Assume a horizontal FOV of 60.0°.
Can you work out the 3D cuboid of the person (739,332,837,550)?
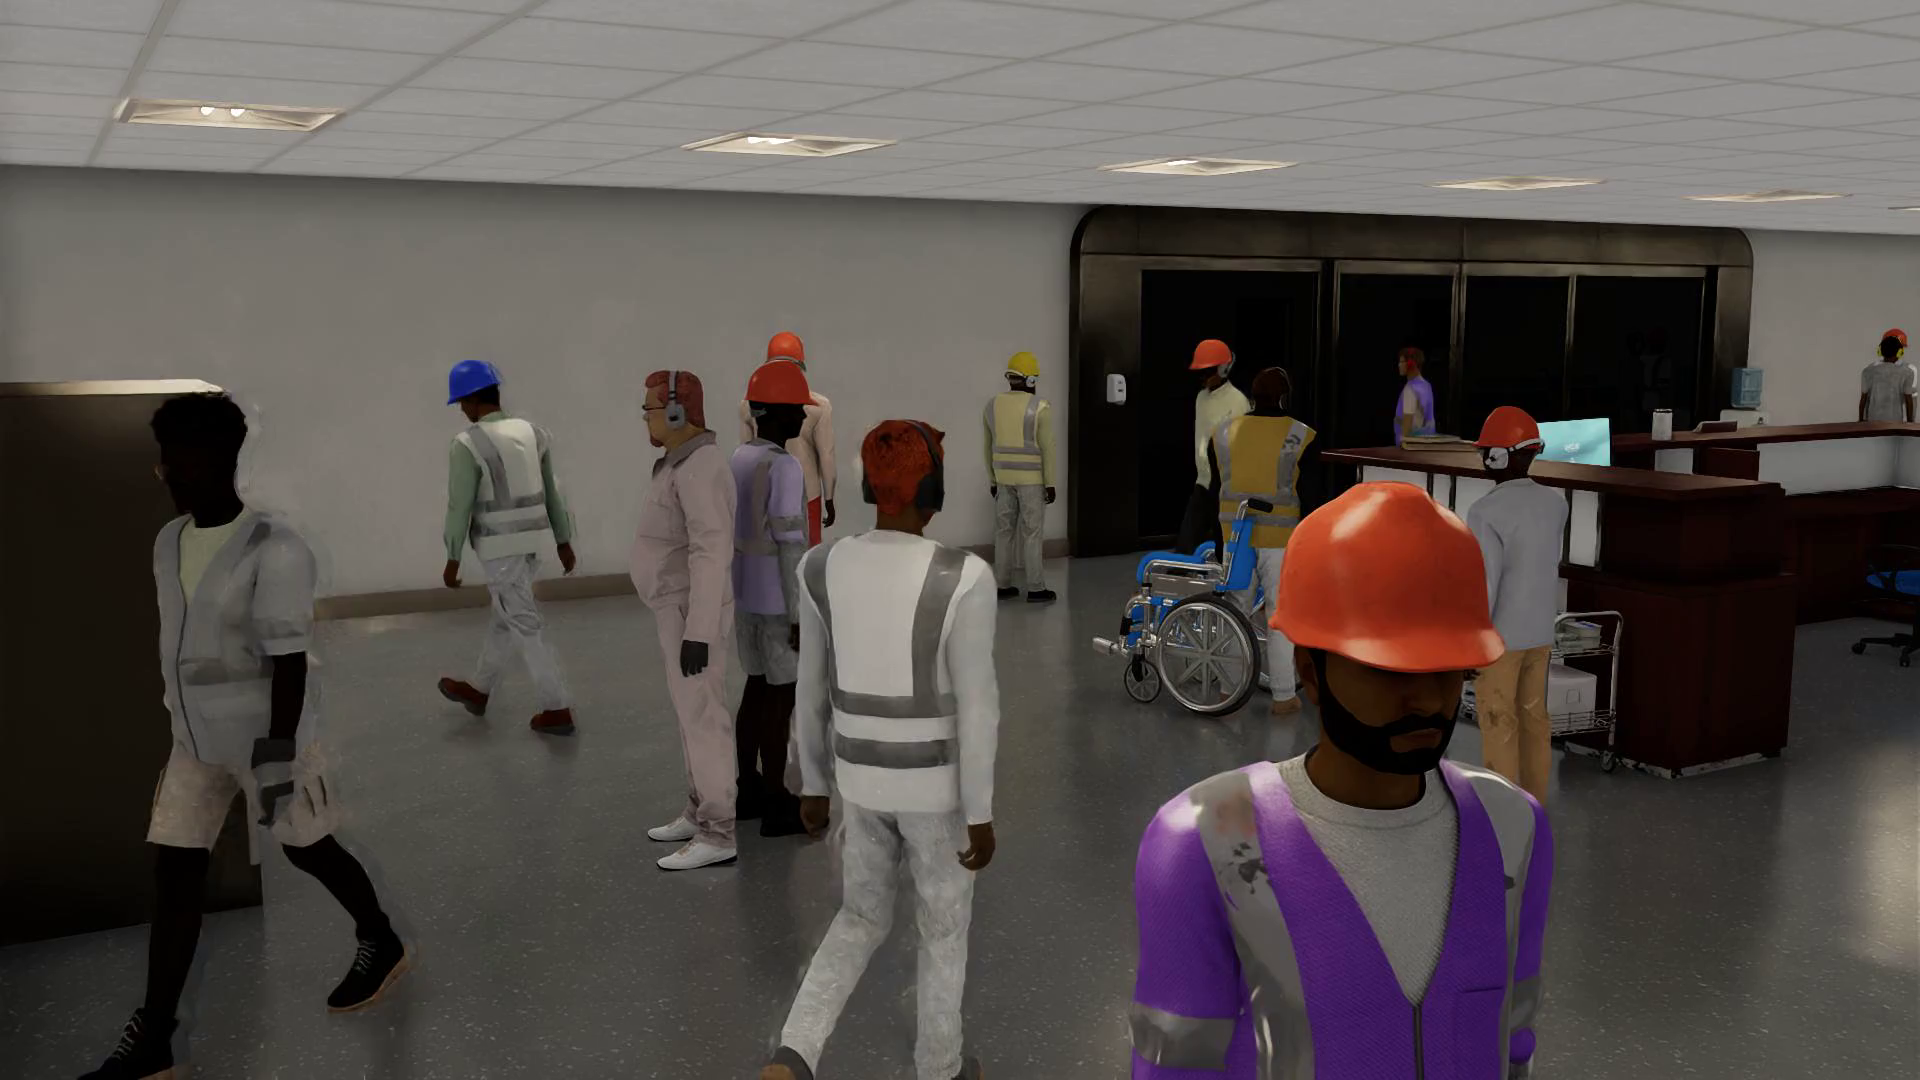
[{"bbox_3d":[-1.050,-0.274,10.215,0.611,1.997,0.375,1,8,9],"label":"person"}]

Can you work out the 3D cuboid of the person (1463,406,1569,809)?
[{"bbox_3d":[2.146,0.350,6.574,0.564,1.752,0.338,-6,10,-37],"label":"person"}]

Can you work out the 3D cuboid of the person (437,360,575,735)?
[{"bbox_3d":[-2.334,0.033,8.422,0.988,1.872,0.665,4,9,26],"label":"person"}]

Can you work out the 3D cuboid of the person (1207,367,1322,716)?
[{"bbox_3d":[1.611,0.009,8.771,0.626,1.837,0.429,5,9,31],"label":"person"}]

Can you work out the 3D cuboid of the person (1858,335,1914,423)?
[{"bbox_3d":[9.603,-1.183,17.260,0.531,1.870,0.318,6,10,38],"label":"person"}]

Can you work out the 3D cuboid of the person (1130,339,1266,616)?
[{"bbox_3d":[1.698,-0.391,11.297,1.058,1.925,0.628,-4,9,-25],"label":"person"}]

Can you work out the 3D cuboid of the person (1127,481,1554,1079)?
[{"bbox_3d":[0.469,0.894,1.977,0.543,1.939,0.360,-3,8,-18],"label":"person"}]

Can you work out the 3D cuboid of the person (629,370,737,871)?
[{"bbox_3d":[-1.061,0.301,6.391,0.402,1.904,0.651,-2,8,-14],"label":"person"}]

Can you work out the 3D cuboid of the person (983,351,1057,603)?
[{"bbox_3d":[0.456,-0.455,12.119,0.590,1.833,0.404,5,9,34],"label":"person"}]

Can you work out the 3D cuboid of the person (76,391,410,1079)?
[{"bbox_3d":[-2.034,0.530,4.737,0.625,1.921,1.062,4,9,25],"label":"person"}]

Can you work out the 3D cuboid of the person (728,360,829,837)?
[{"bbox_3d":[-0.746,0.234,6.796,0.383,1.931,0.546,-4,9,-30],"label":"person"}]

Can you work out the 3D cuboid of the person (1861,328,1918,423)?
[{"bbox_3d":[9.754,-1.245,17.463,0.355,1.938,0.544,-7,10,-40],"label":"person"}]

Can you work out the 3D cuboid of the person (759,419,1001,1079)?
[{"bbox_3d":[-0.190,0.629,4.184,0.583,1.863,0.752,5,9,30],"label":"person"}]
